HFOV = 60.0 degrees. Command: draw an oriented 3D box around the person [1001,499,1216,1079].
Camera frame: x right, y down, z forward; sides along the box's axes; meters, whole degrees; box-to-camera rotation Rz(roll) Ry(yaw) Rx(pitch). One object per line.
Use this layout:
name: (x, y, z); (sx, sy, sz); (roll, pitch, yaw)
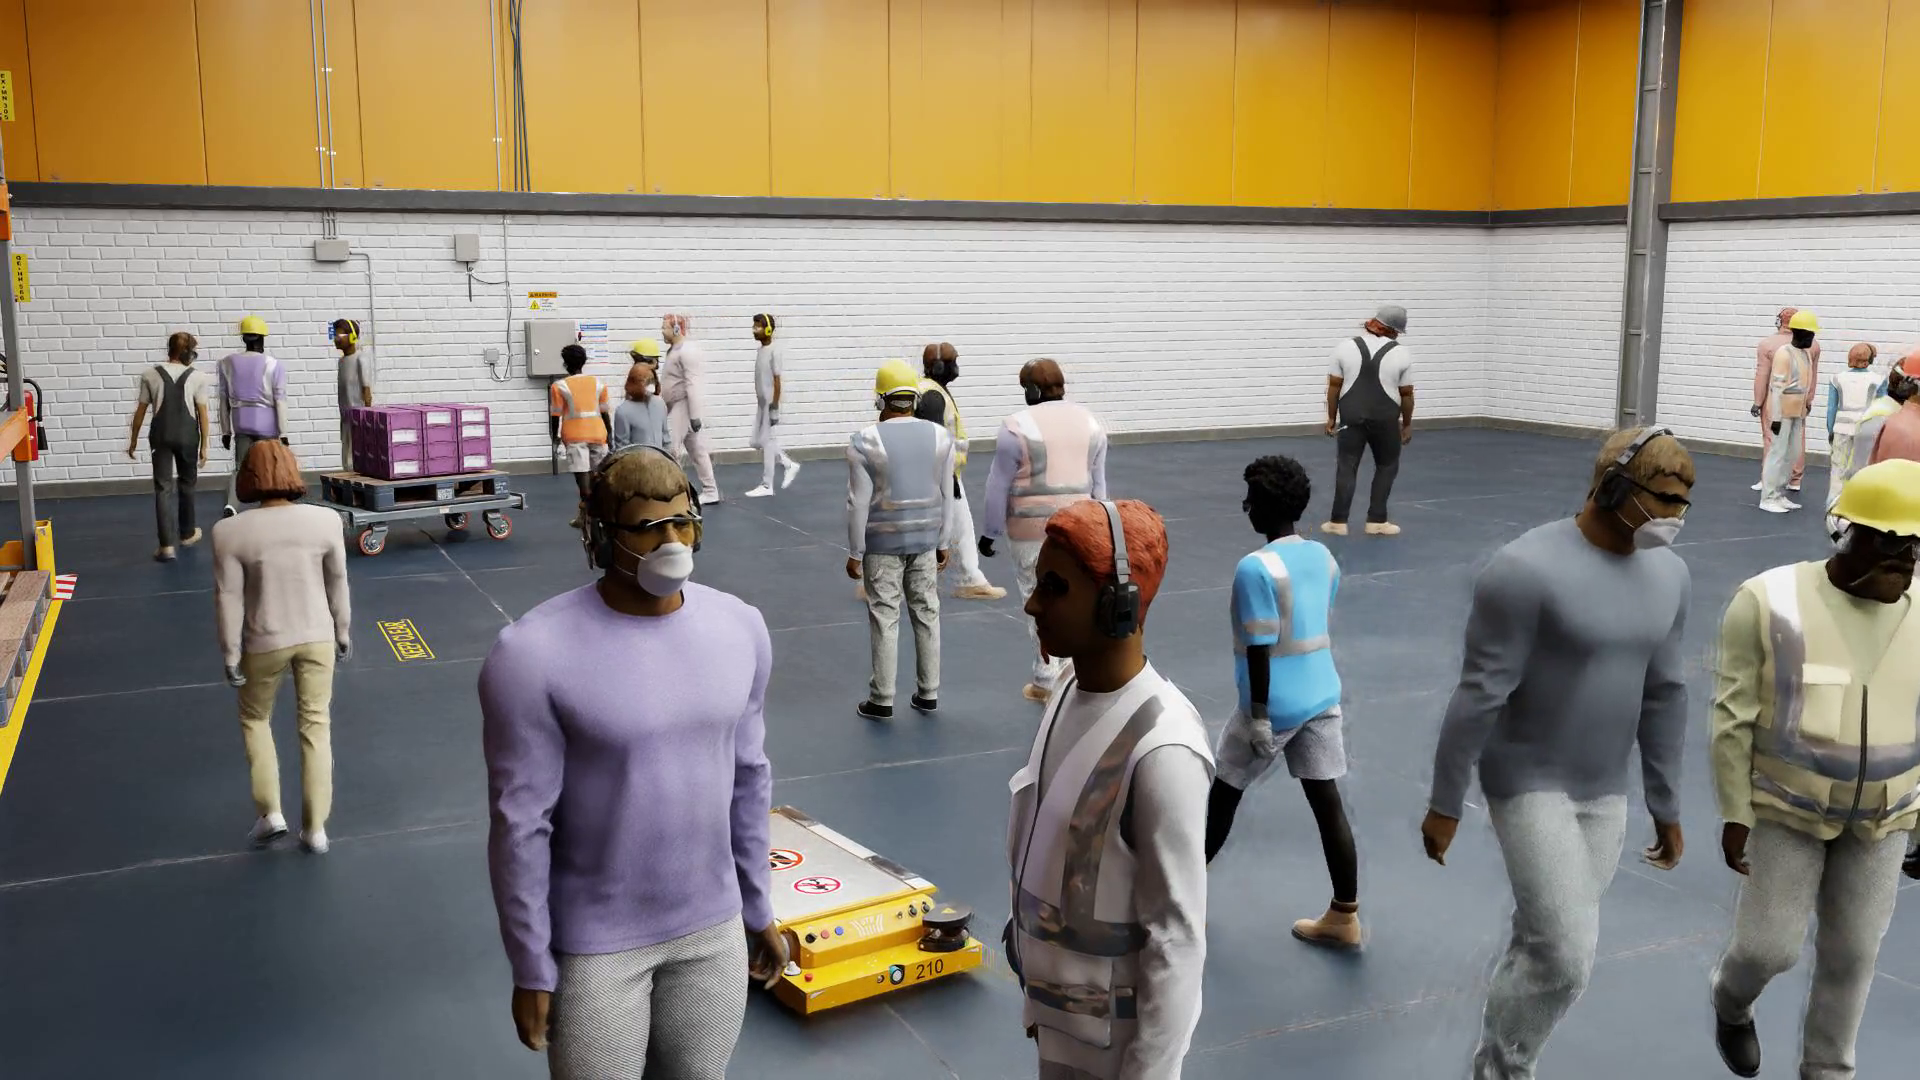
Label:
person: (0.242, 0.860, 2.940); (0.356, 1.882, 0.574); (-3, 9, -15)

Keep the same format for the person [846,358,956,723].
person: (-0.311, 0.006, 8.389); (0.590, 1.833, 0.404); (-5, 10, -28)

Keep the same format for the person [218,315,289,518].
person: (-6.075, -0.977, 14.291); (0.603, 1.896, 0.854); (0, 9, 0)

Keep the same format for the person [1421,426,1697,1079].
person: (1.509, 0.663, 4.110); (0.711, 1.895, 0.590); (-5, 10, -27)

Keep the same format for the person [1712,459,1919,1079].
person: (2.240, 0.678, 4.297); (0.612, 1.809, 0.562); (1, 9, 9)

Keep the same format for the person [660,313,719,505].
person: (-2.786, -1.231, 15.957); (0.982, 1.854, 0.670); (-2, 9, -15)

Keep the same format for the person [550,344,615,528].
person: (-3.236, -0.865, 14.369); (0.540, 1.654, 0.849); (-7, 12, -38)

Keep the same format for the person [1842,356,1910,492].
person: (5.205, -0.100, 9.132); (0.879, 1.800, 0.655); (7, 12, 38)

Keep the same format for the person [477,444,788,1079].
person: (-0.617, 0.776, 3.286); (0.627, 1.941, 0.372); (-8, 12, -40)

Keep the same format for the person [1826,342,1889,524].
person: (7.999, -0.938, 14.847); (0.513, 1.641, 0.307); (9, 13, 44)

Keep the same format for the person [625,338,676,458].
person: (-2.676, -0.824, 13.878); (0.899, 1.724, 0.532); (-5, 10, -28)

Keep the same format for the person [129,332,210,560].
person: (-6.313, -0.758, 13.314); (0.637, 1.780, 0.965); (-4, 10, -21)

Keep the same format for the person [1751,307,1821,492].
person: (8.473, -1.442, 17.143); (0.643, 1.910, 0.400); (0, 9, -1)

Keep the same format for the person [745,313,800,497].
person: (-1.915, -1.362, 16.806); (0.529, 1.856, 0.542); (-5, 10, -28)

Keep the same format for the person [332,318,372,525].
person: (-5.356, -1.033, 14.784); (0.537, 1.850, 0.506); (9, 12, 43)

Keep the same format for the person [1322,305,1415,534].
person: (3.548, -1.063, 14.379); (0.753, 2.000, 0.560); (4, 10, 25)

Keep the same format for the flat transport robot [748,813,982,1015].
flat transport robot: (-0.599, 1.214, 5.728); (0.652, 0.197, 1.431); (-6, 11, -34)

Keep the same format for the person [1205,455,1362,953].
person: (1.029, 0.534, 5.673); (0.544, 1.642, 0.872); (-9, 13, -43)

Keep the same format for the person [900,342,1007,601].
person: (-0.201, -0.457, 11.399); (0.960, 1.801, 0.625); (1, 9, 7)

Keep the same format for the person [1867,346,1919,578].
person: (4.672, -0.007, 8.208); (1.080, 1.932, 0.607); (4, 10, 22)

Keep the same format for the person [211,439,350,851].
person: (-2.630, 0.419, 6.500); (0.517, 1.622, 0.392); (-6, 11, -32)

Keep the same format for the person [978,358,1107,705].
person: (0.419, -0.047, 8.771); (0.629, 1.814, 0.545); (-6, 11, -31)

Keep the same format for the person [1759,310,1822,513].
person: (7.834, -1.204, 15.657); (0.606, 1.914, 0.416); (-7, 12, -39)

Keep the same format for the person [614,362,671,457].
person: (-2.361, -0.497, 12.160); (0.579, 1.617, 0.505); (6, 11, 31)
